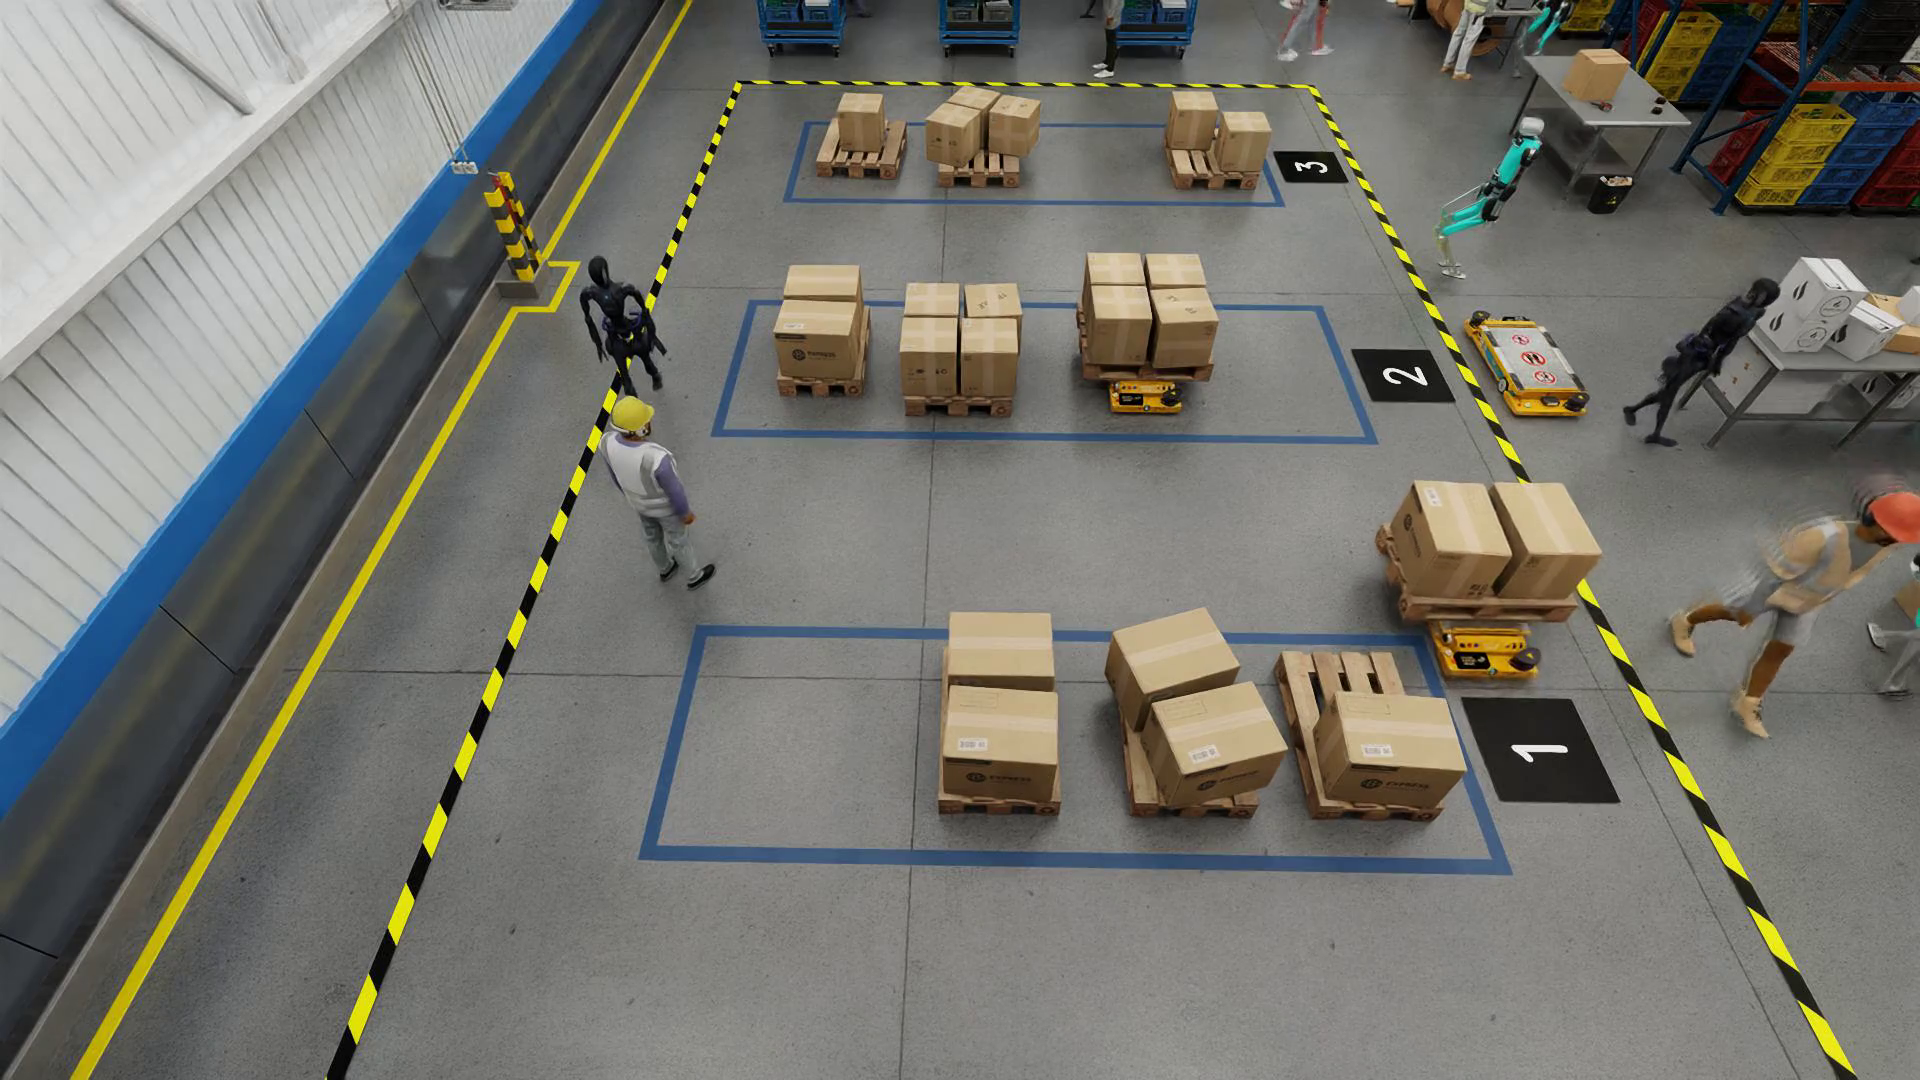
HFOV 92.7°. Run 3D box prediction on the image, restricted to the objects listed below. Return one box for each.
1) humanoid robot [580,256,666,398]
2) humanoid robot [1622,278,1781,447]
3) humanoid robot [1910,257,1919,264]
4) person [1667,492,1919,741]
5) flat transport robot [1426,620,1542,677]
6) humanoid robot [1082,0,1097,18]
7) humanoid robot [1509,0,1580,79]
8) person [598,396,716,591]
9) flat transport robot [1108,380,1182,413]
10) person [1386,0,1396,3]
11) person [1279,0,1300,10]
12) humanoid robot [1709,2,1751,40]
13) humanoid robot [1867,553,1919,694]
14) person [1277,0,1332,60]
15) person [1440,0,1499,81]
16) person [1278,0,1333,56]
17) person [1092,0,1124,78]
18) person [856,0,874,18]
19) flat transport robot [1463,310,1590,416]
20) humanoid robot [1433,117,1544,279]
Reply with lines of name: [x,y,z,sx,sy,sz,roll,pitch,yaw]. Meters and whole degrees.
humanoid robot: [-2.984,-1.830,8.228,0.610,1.641,0.780,-7,49,-6]
humanoid robot: [6.423,-1.557,7.968,0.603,1.629,0.640,-12,50,-10]
humanoid robot: [11.083,-3.614,9.730,0.435,1.658,0.590,-16,51,-14]
person: [5.527,0.388,6.064,0.636,1.981,1.077,3,49,2]
flat transport robot: [3.923,0.409,7.161,0.652,0.197,1.431,1,49,1]
humanoid robot: [2.392,-9.142,14.544,0.778,1.623,0.599,-1,49,-1]
humanoid robot: [8.370,-7.476,13.055,0.973,1.750,0.532,-35,58,-26]
person: [-2.235,-0.319,6.775,0.599,1.829,0.404,19,52,16]
flat transport robot: [1.773,-1.807,9.079,0.652,0.197,1.431,1,49,1]
person: [7.484,-9.842,14.995,0.319,1.867,0.527,25,54,20]
person: [5.616,-9.703,14.878,0.515,1.865,0.328,-35,58,-27]
humanoid robot: [11.368,-7.912,13.475,0.763,1.622,0.613,-8,50,-7]
humanoid robot: [6.907,0.378,6.269,0.556,1.821,0.902,14,51,12]
person: [5.279,-8.004,13.515,0.893,1.693,0.523,-4,49,-3]
person: [7.392,-7.573,13.050,0.431,1.840,0.621,-8,50,-6]
person: [5.340,-8.097,13.474,0.905,1.876,0.615,18,51,15]
person: [2.133,-7.593,13.062,0.407,1.847,0.589,5,49,4]
person: [-1.828,-9.275,14.593,0.716,1.728,0.546,-10,50,-9]
flat transport robot: [5.573,-1.757,9.054,0.659,0.231,1.431,1,49,1]
humanoid robot: [5.365,-3.559,9.557,0.735,1.673,0.533,10,50,8]
